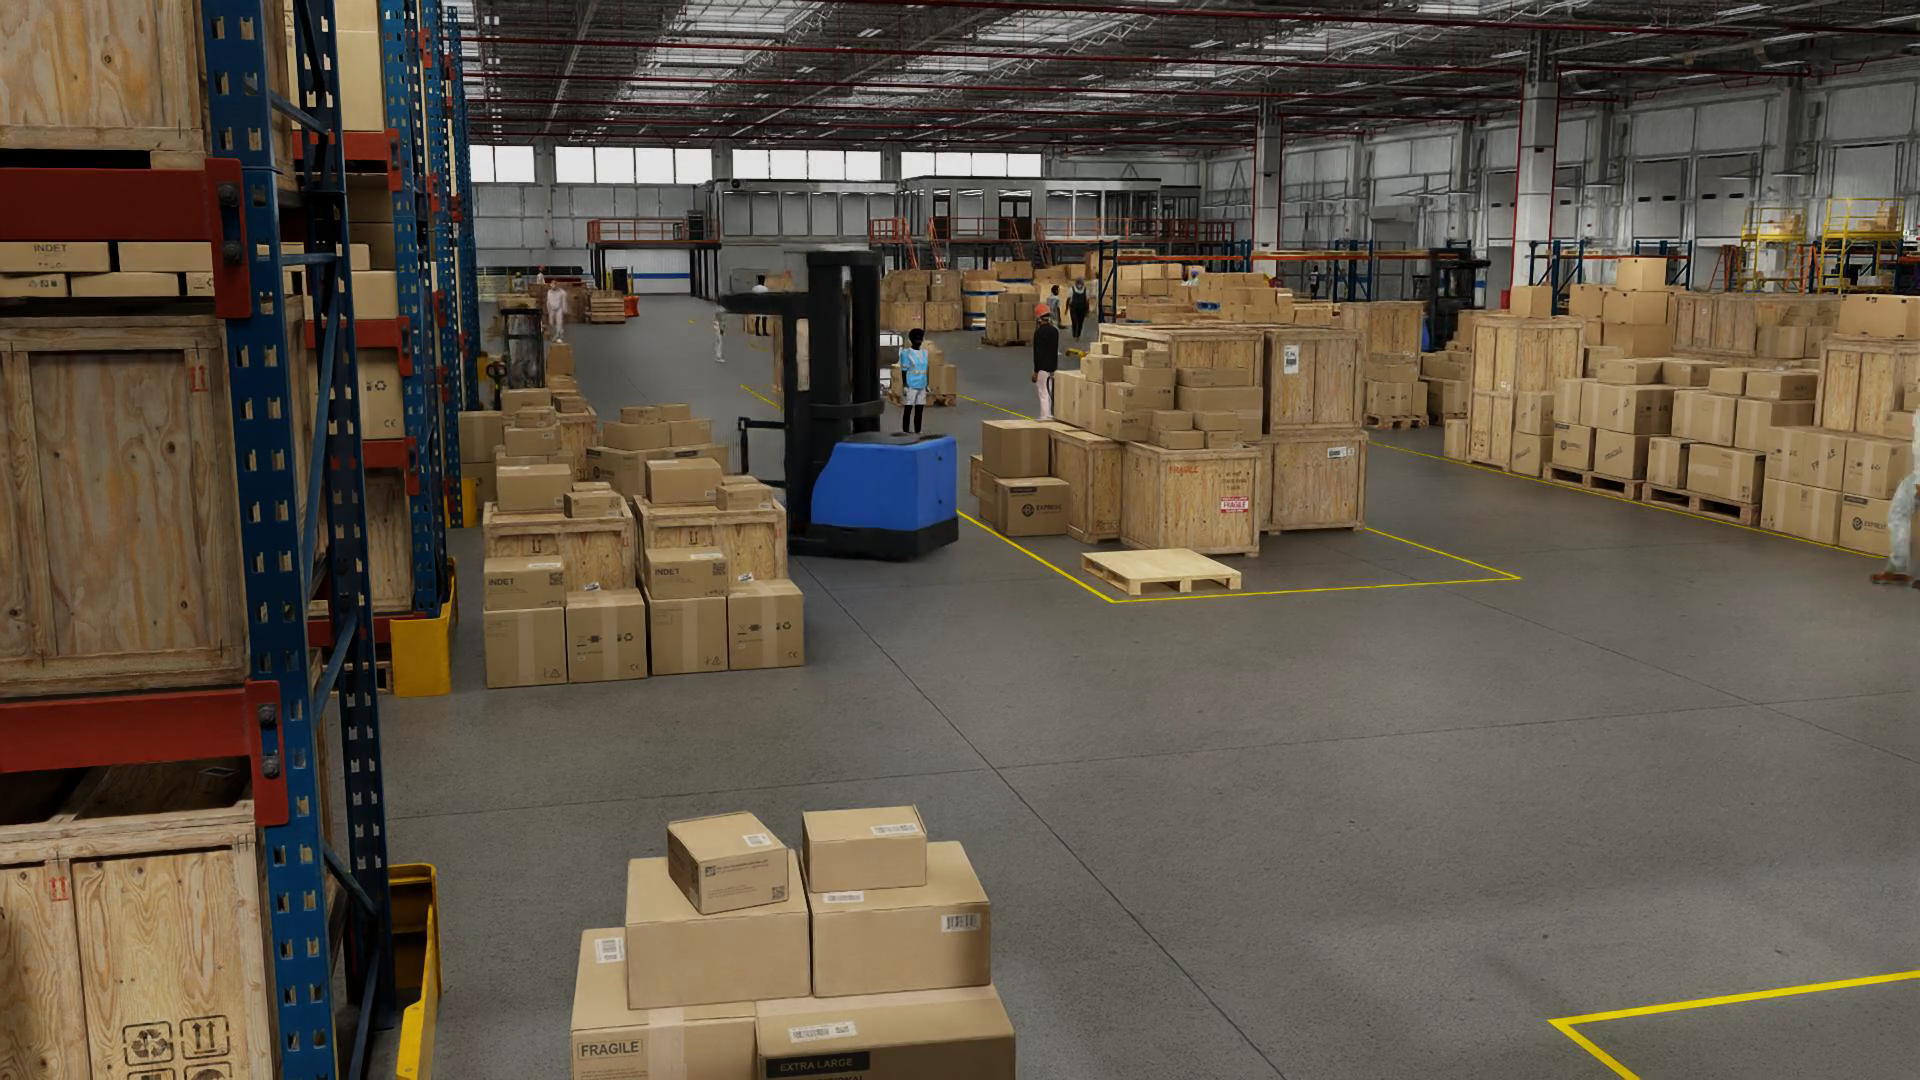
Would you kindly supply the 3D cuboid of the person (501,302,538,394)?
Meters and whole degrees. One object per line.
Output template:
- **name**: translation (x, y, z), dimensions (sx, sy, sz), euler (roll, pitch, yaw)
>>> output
- **person**: translation (-7.605, -3.142, 28.715), dimensions (0.812, 1.918, 0.634), euler (-8, 13, -39)

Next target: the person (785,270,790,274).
- **person**: translation (-6.972, -9.987, 67.449), dimensions (0.553, 1.922, 0.729), euler (0, 10, 3)

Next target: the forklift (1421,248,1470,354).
- **forklift**: translation (12.069, -5.838, 41.230), dimensions (1.129, 2.768, 1.873), euler (-3, 10, -15)

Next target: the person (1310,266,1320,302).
- **person**: translation (17.726, -12.755, 83.163), dimensions (0.395, 1.910, 0.586), euler (-7, 12, -34)

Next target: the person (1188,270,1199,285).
- **person**: translation (9.244, -9.773, 66.177), dimensions (0.645, 1.932, 0.574), euler (9, 14, 42)

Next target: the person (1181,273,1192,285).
- **person**: translation (8.476, -9.070, 62.395), dimensions (0.353, 1.879, 0.567), euler (-7, 12, -36)

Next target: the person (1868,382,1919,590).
- **person**: translation (8.012, -0.529, 13.884), dimensions (0.666, 1.912, 0.748), euler (-7, 12, -35)

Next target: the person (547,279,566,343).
- **person**: translation (-12.080, -6.840, 49.722), dimensions (0.645, 1.891, 0.431), euler (3, 10, 15)

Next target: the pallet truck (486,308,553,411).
- **pallet truck**: translation (-6.242, -2.418, 24.362), dimensions (0.823, 1.965, 1.885), euler (1, 10, 3)

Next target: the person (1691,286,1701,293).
- **person**: translation (18.090, -5.296, 40.931), dimensions (0.638, 1.910, 0.896), euler (1, 10, 7)

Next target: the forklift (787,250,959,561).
- **forklift**: translation (-1.046, -1.312, 15.605), dimensions (1.873, 2.768, 1.129), euler (5, 11, 25)

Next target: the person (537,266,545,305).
- **person**: translation (-18.980, -11.442, 75.512), dimensions (0.414, 1.985, 0.612), euler (-1, 10, -3)

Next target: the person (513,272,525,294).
- **person**: translation (-20.100, -11.357, 75.827), dimensions (0.499, 1.689, 0.892), euler (-2, 10, -10)

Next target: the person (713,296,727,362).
- **person**: translation (-5.971, -5.230, 41.336), dimensions (0.314, 1.629, 0.508), euler (-2, 10, -11)

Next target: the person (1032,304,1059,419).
- **person**: translation (1.291, -2.618, 25.511), dimensions (0.391, 1.991, 0.612), euler (7, 12, 34)

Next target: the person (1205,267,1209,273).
- **person**: translation (11.433, -11.690, 77.084), dimensions (0.380, 1.921, 0.596), euler (9, 13, 41)

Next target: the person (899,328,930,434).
- **person**: translation (-0.648, -2.223, 24.111), dimensions (0.318, 1.698, 0.533), euler (10, 14, 43)

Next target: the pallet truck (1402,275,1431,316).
- **pallet truck**: translation (14.620, -7.324, 52.145), dimensions (0.823, 1.965, 1.885), euler (8, 13, 40)

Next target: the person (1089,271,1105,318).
- **person**: translation (5.480, -9.858, 66.858), dimensions (0.710, 1.865, 0.588), euler (4, 11, 21)

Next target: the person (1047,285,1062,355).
- **person**: translation (2.496, -5.829, 44.080), dimensions (0.332, 1.860, 0.531), euler (-8, 13, -38)

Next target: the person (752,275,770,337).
- **person**: translation (-6.324, -7.441, 52.896), dimensions (0.613, 1.963, 0.362), euler (5, 11, 27)

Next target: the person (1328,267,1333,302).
- **person**: translation (17.850, -12.256, 80.451), dimensions (0.334, 1.865, 0.517), euler (0, 10, -1)

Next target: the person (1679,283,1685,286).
- **person**: translation (20.451, -6.366, 47.155), dimensions (0.626, 1.846, 0.429), euler (-8, 13, -38)

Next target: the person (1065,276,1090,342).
- **person**: translation (3.562, -7.057, 50.508), dimensions (0.737, 2.000, 0.902), euler (-1, 10, -8)
